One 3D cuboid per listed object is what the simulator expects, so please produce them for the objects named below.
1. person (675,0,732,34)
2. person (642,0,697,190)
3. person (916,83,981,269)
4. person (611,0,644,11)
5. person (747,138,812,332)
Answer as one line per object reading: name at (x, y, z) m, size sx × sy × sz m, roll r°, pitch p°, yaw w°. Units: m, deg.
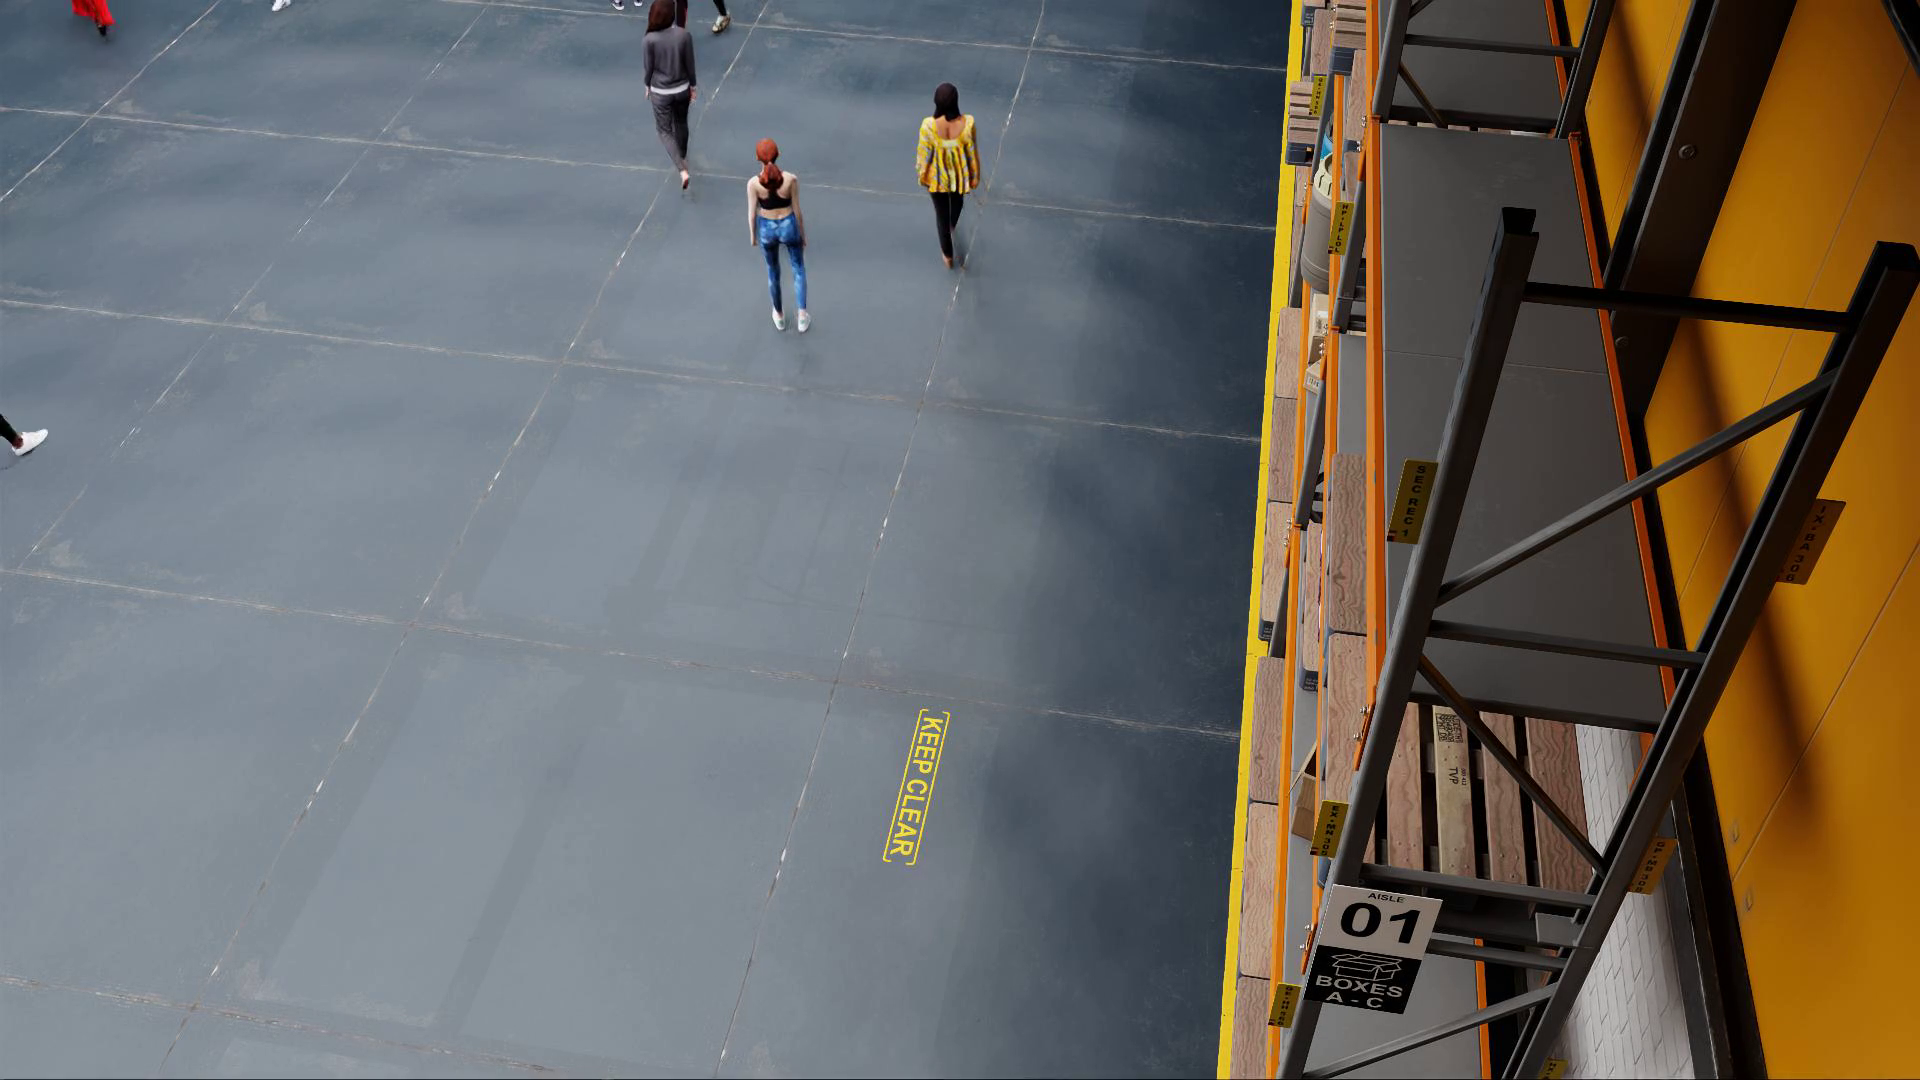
person at (-2.672, -5.938, 17.023) m, size 0.962 × 1.760 × 1.299 m, roll 24°, pitch 49°, yaw 23°
person at (-2.594, -4.020, 15.019) m, size 0.974 × 1.746 × 1.124 m, roll -17°, pitch 46°, yaw -17°
person at (-0.092, -3.035, 14.071) m, size 0.888 × 1.628 × 1.058 m, roll -7°, pitch 44°, yaw -7°
person at (-3.659, -6.489, 17.652) m, size 0.672 × 1.699 × 0.697 m, roll -14°, pitch 45°, yaw -14°
person at (-1.440, -2.381, 13.280) m, size 0.706 × 1.782 × 0.760 m, roll -4°, pitch 44°, yaw -5°
